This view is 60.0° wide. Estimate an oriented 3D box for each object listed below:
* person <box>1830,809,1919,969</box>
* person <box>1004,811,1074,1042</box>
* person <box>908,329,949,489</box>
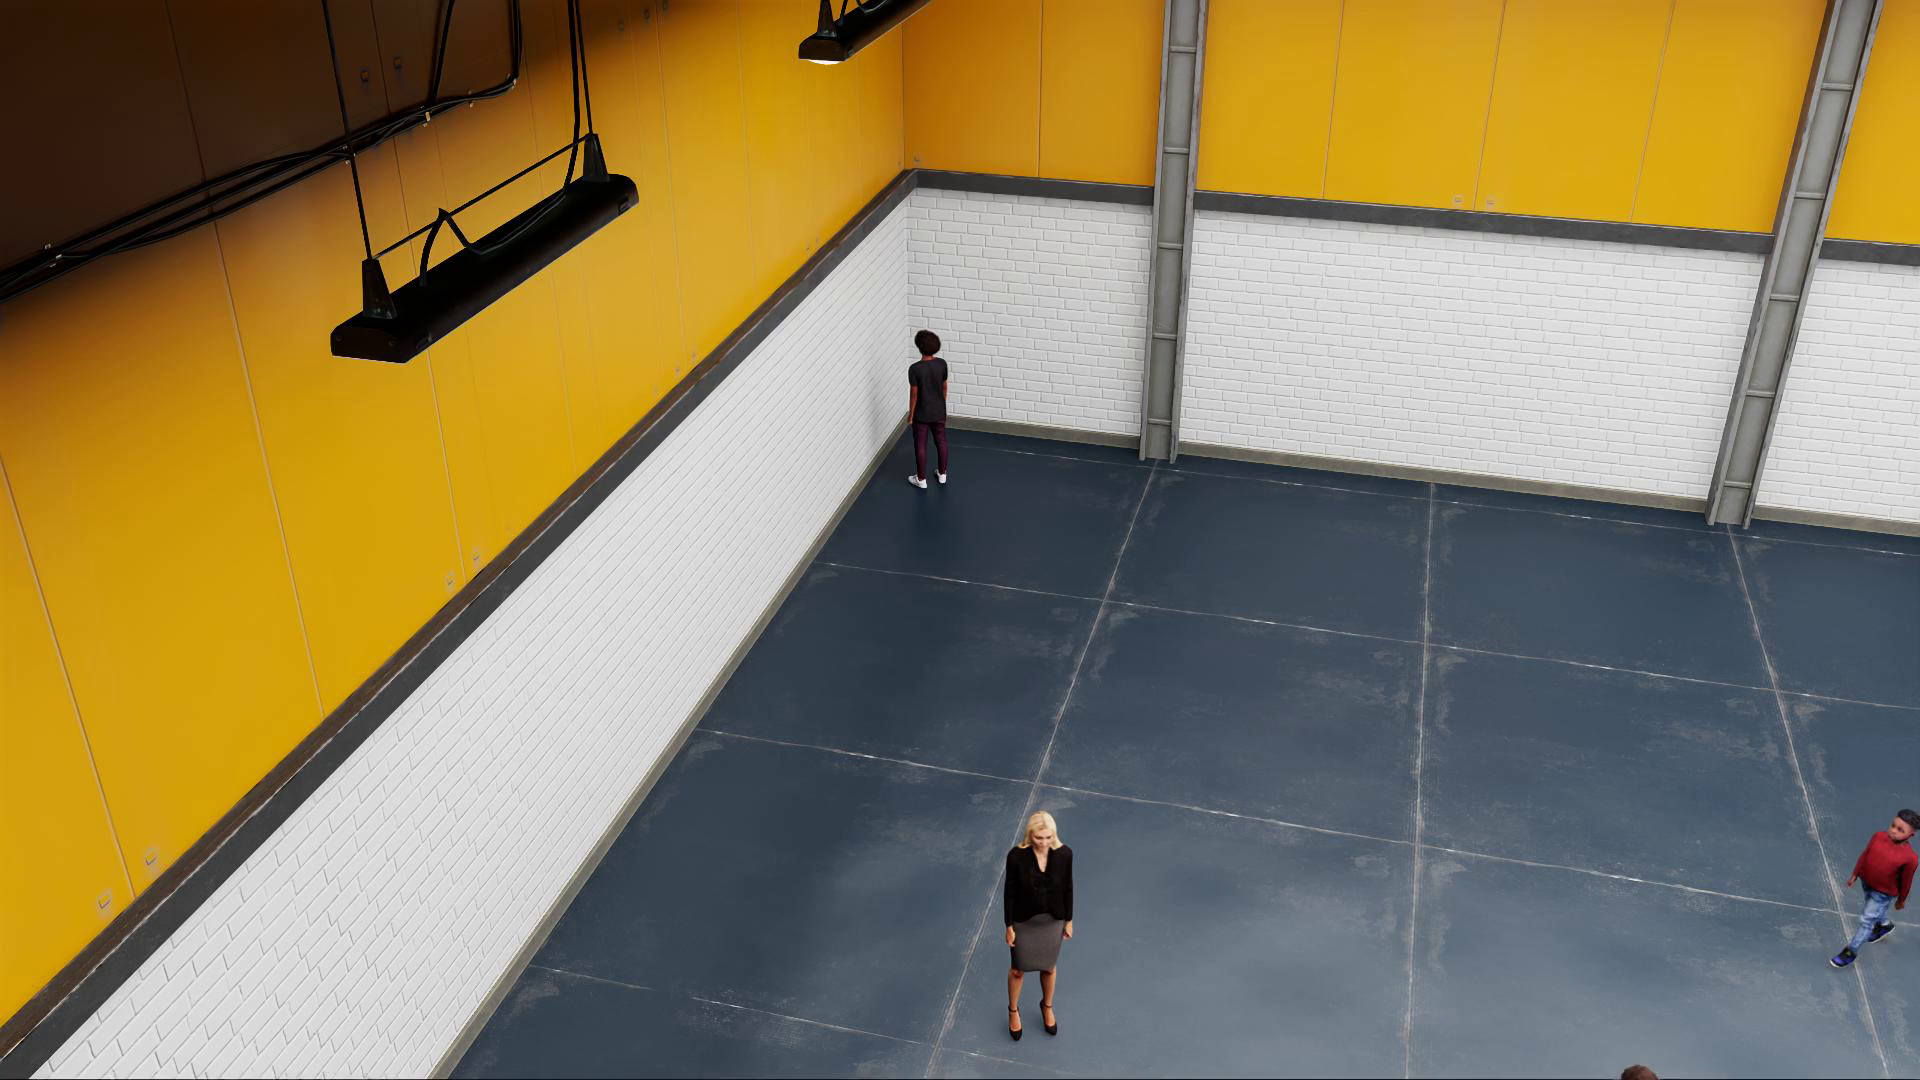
[{"bbox_3d":[6.385,2.348,11.458,0.940,1.246,0.791,-9,30,-16],"label":"person"},{"bbox_3d":[0.488,2.463,10.628,0.625,1.840,0.741,-5,29,-9],"label":"person"},{"bbox_3d":[-0.336,-1.416,17.795,0.714,1.785,0.775,-15,32,-26],"label":"person"}]
